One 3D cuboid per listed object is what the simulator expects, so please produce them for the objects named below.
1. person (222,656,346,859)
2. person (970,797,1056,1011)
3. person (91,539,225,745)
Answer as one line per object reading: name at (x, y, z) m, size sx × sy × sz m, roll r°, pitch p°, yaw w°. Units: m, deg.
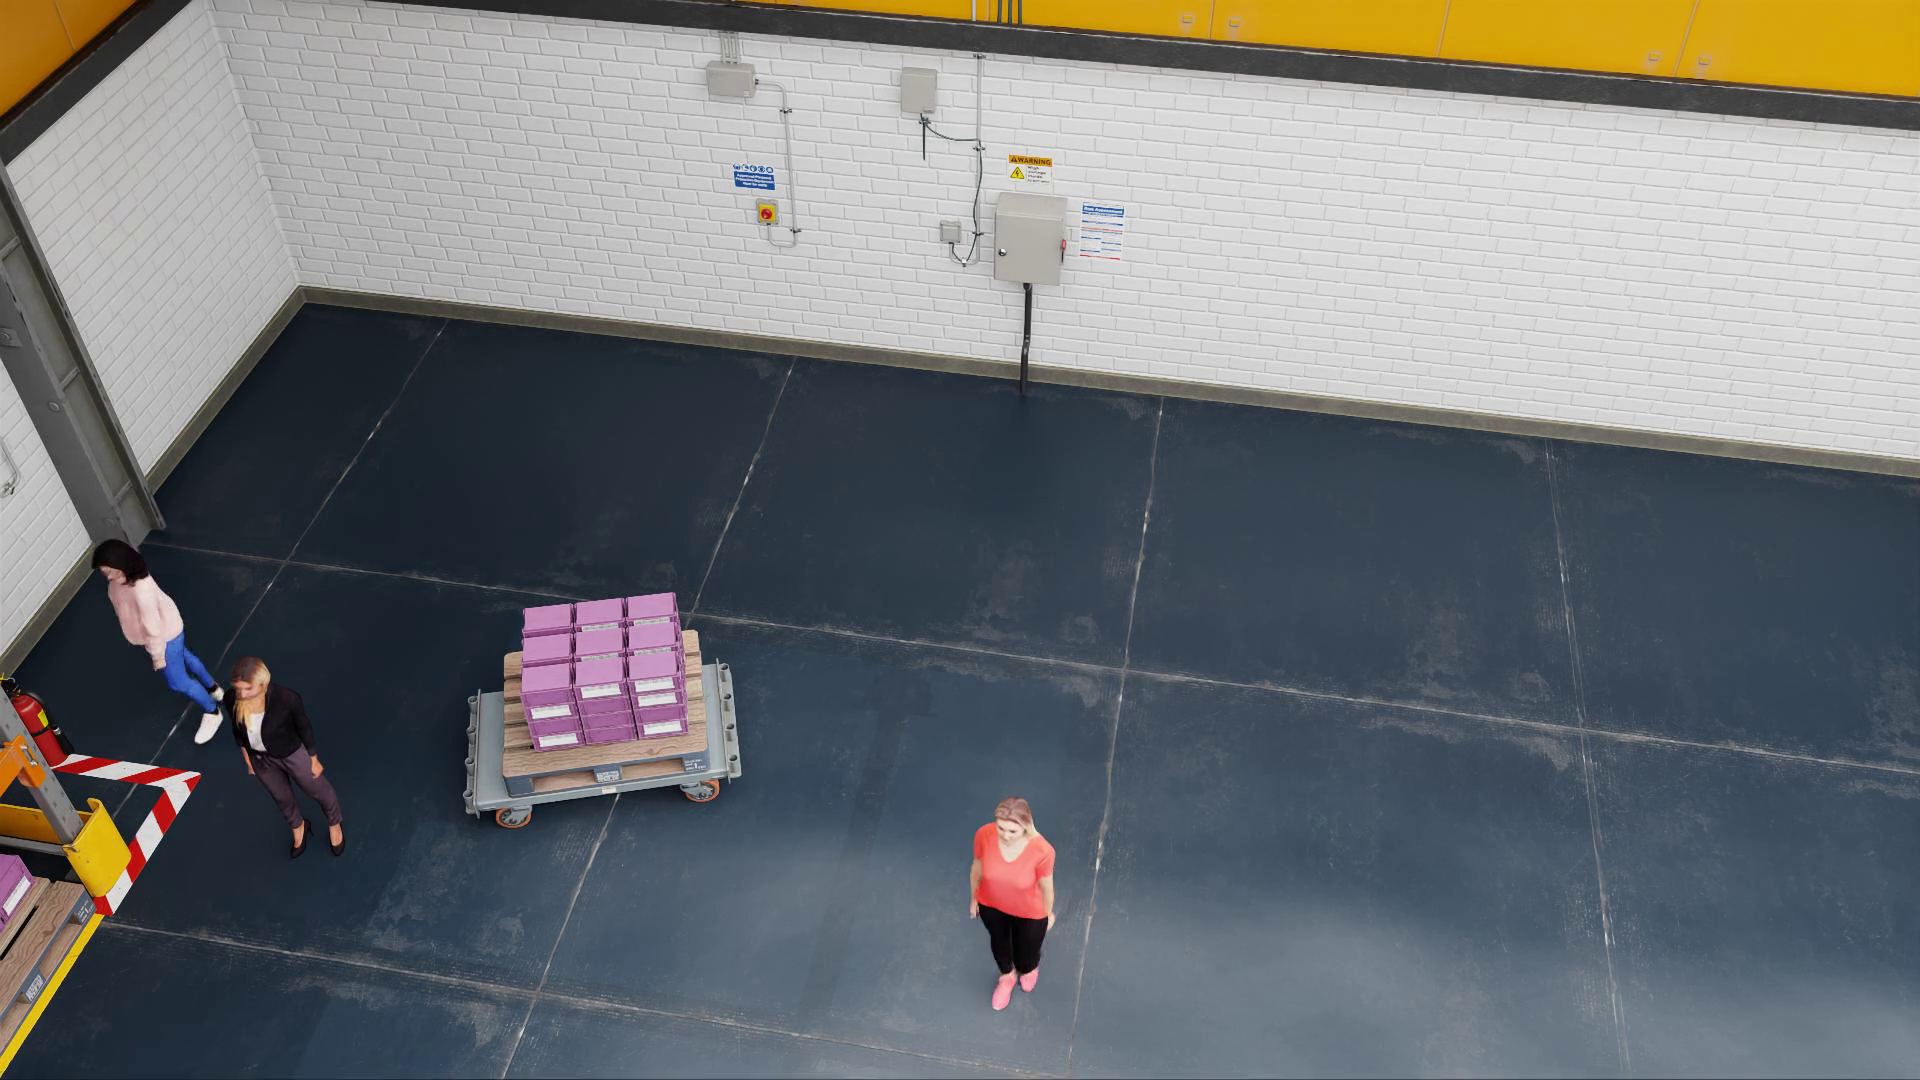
person at (-3.861, 1.241, 9.510) m, size 0.632 × 1.666 × 0.579 m, roll 0°, pitch 44°, yaw 0°
person at (0.312, 1.871, 8.834) m, size 0.675 × 1.686 × 0.711 m, roll 15°, pitch 46°, yaw 15°
person at (-4.872, 0.526, 10.209) m, size 0.935 × 1.737 × 0.850 m, roll -15°, pitch 46°, yaw -15°
